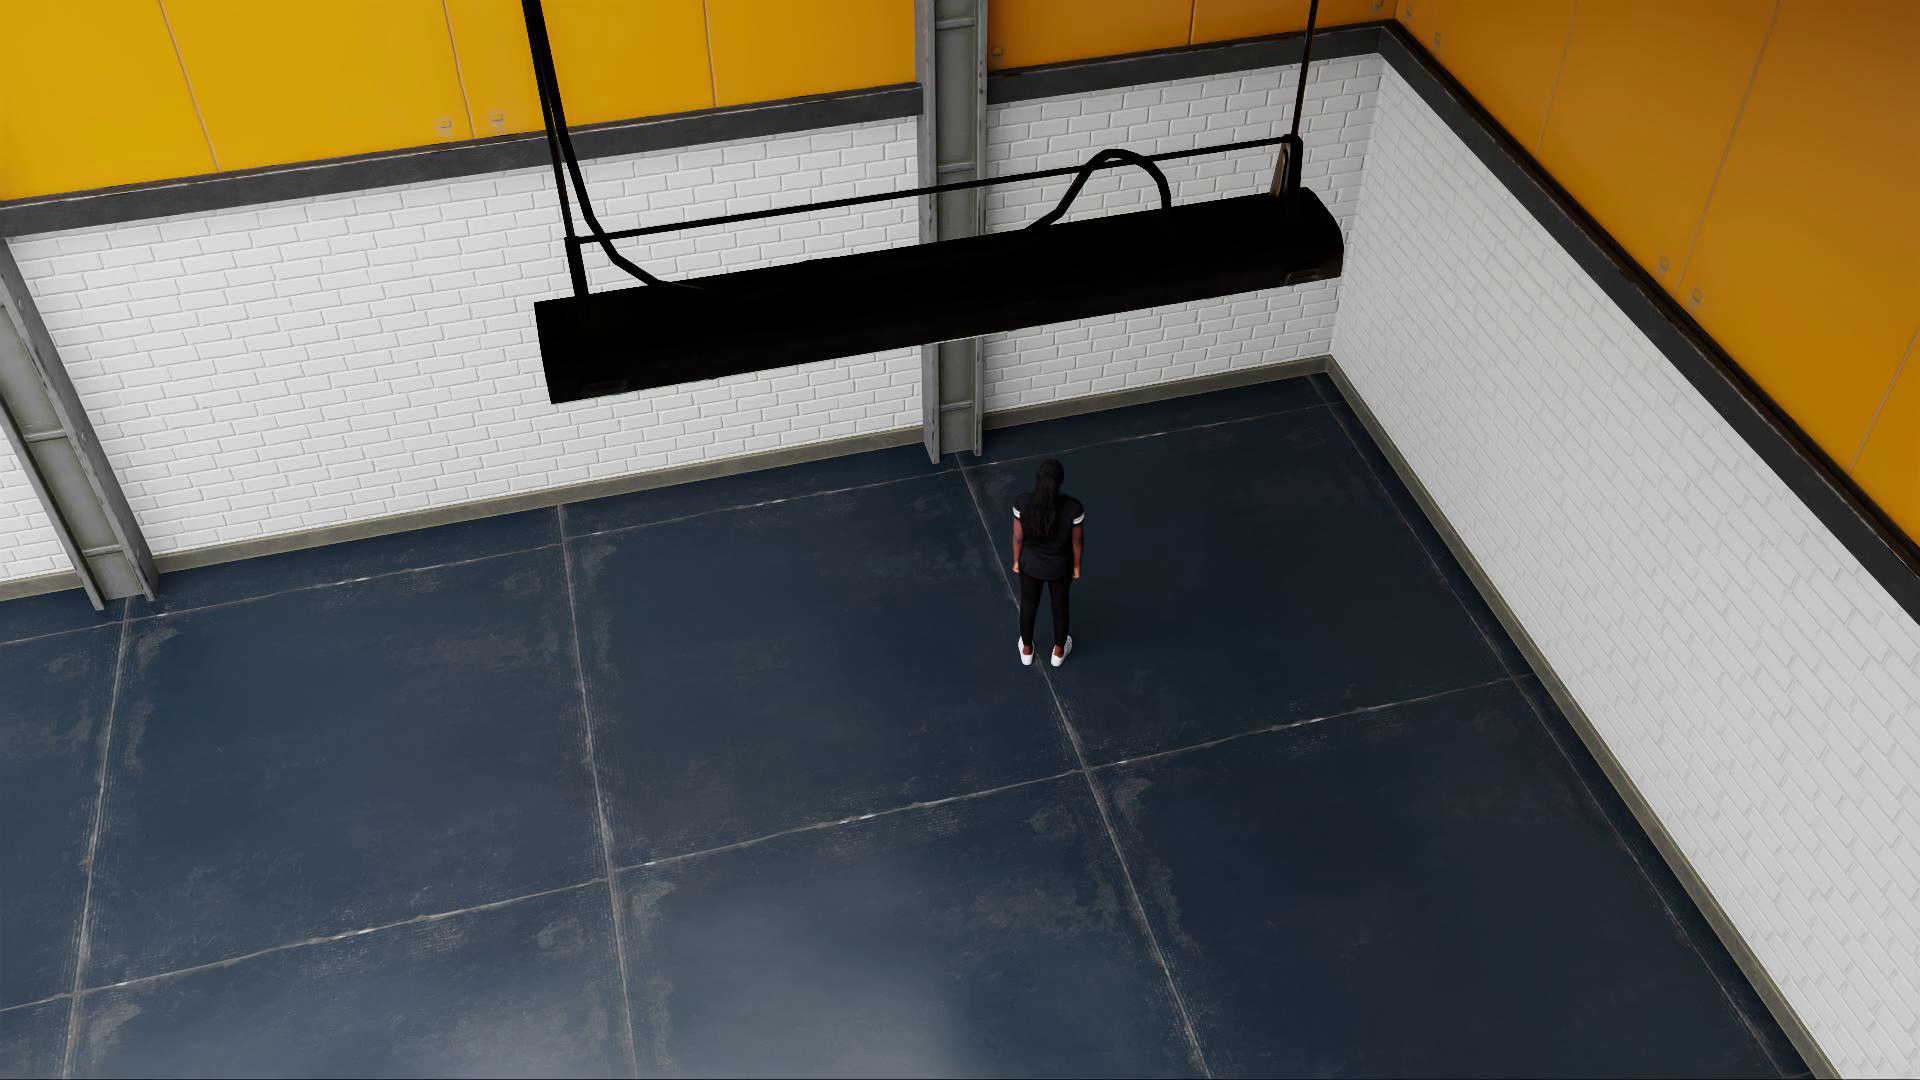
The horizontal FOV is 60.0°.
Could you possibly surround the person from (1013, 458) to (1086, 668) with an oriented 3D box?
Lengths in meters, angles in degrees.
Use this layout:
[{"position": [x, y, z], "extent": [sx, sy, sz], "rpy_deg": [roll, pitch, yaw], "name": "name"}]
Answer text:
[{"position": [0.555, 0.148, 10.653], "extent": [0.639, 1.729, 0.753], "rpy_deg": [5, 44, 5], "name": "person"}]
